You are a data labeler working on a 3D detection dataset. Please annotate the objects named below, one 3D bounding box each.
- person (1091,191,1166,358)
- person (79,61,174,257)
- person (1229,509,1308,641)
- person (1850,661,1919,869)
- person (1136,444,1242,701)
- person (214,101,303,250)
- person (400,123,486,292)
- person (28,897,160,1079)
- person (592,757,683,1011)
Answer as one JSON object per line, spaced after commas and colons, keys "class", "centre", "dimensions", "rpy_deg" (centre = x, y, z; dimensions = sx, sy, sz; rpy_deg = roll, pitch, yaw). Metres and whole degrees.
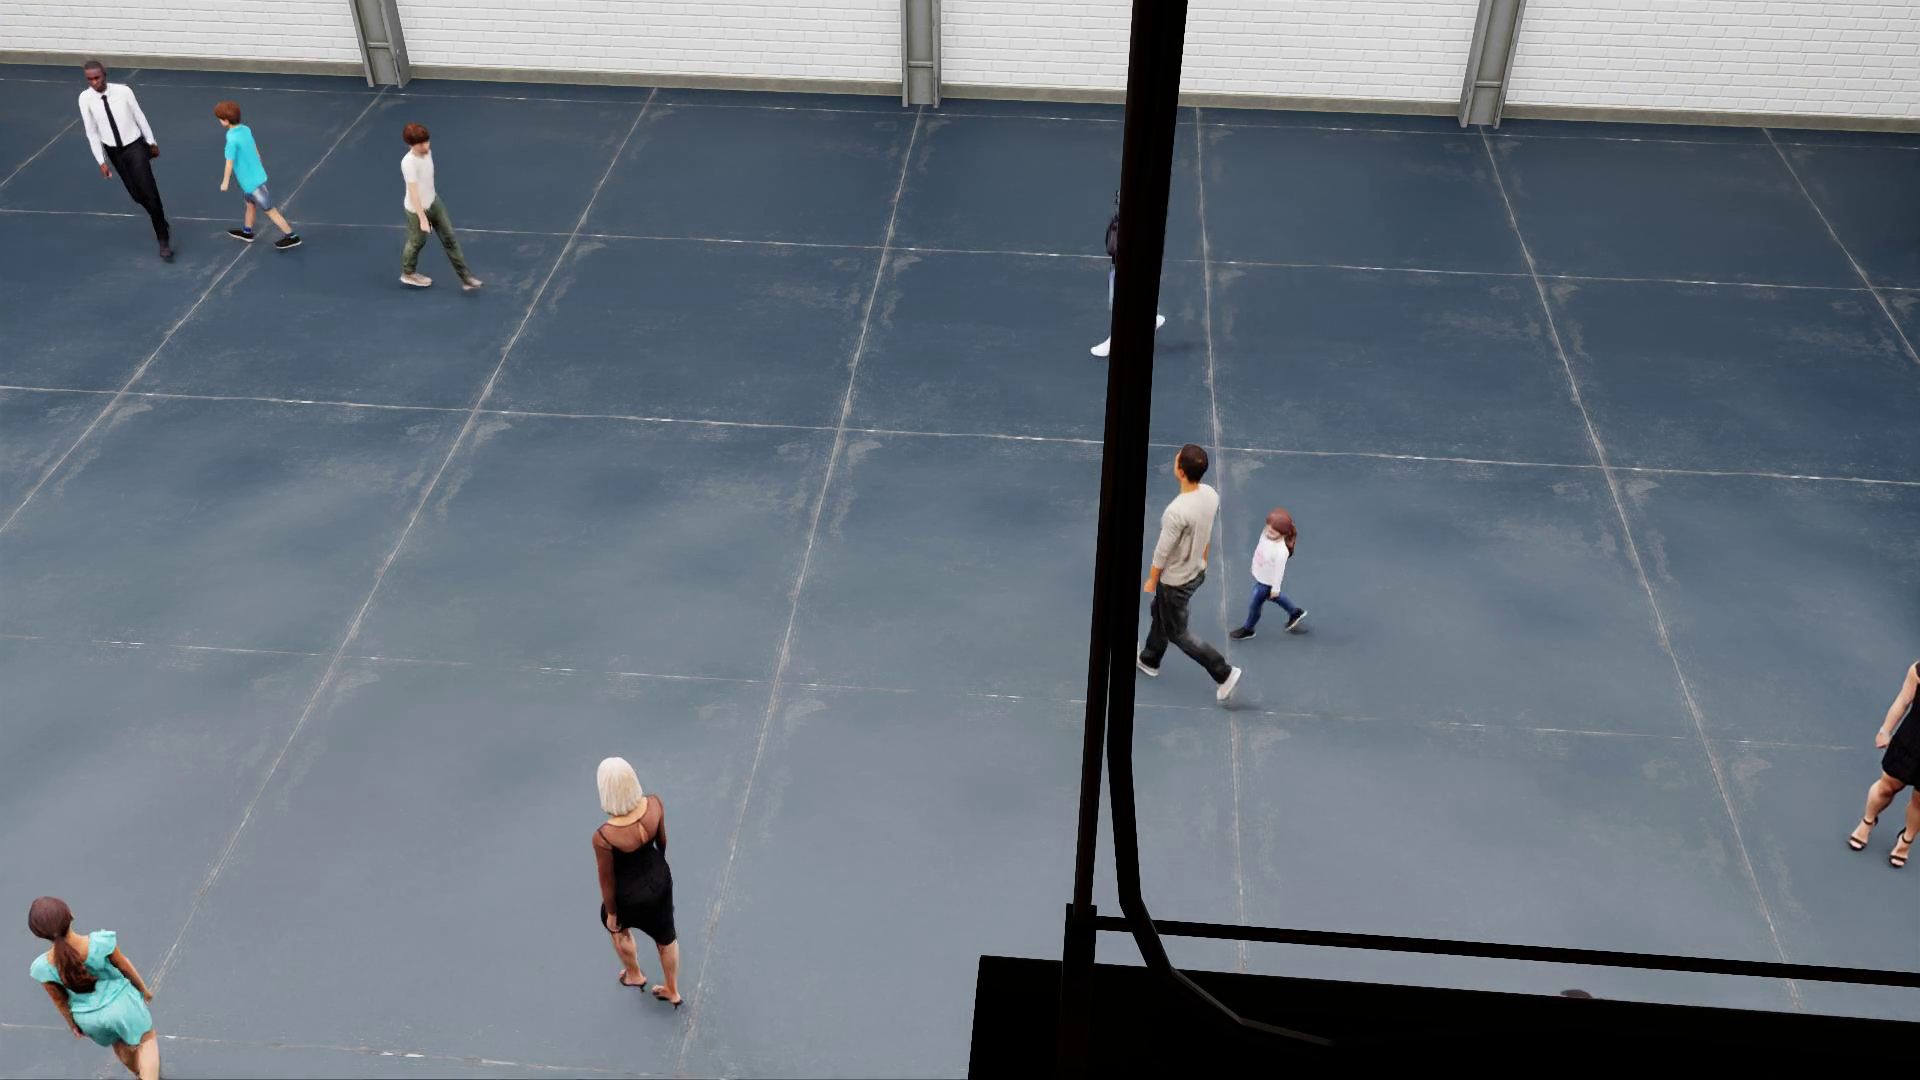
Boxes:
{"class": "person", "centre": [1.436, -2.246, 13.734], "dimensions": [0.885, 1.619, 0.699], "rpy_deg": [-1, 39, -2]}
{"class": "person", "centre": [-7.617, -3.573, 15.247], "dimensions": [1.045, 1.805, 0.946], "rpy_deg": [-9, 40, -12]}
{"class": "person", "centre": [2.106, 0.216, 11.072], "dimensions": [0.808, 1.093, 0.574], "rpy_deg": [-6, 39, -7]}
{"class": "person", "centre": [5.457, 1.171, 9.383], "dimensions": [0.690, 1.709, 0.806], "rpy_deg": [22, 43, 25]}
{"class": "person", "centre": [1.476, 0.256, 10.477], "dimensions": [1.184, 1.774, 0.982], "rpy_deg": [19, 43, 23]}
{"class": "person", "centre": [-6.420, -3.309, 15.231], "dimensions": [0.951, 1.411, 0.574], "rpy_deg": [1, 39, 1]}
{"class": "person", "centre": [-4.760, -2.902, 14.568], "dimensions": [1.165, 1.603, 0.782], "rpy_deg": [9, 39, 11]}
{"class": "person", "centre": [-4.141, 2.318, 8.079], "dimensions": [0.892, 1.543, 0.869], "rpy_deg": [-16, 41, -19]}
{"class": "person", "centre": [-1.590, 1.847, 8.524], "dimensions": [0.787, 1.726, 0.843], "rpy_deg": [-32, 48, -33]}
